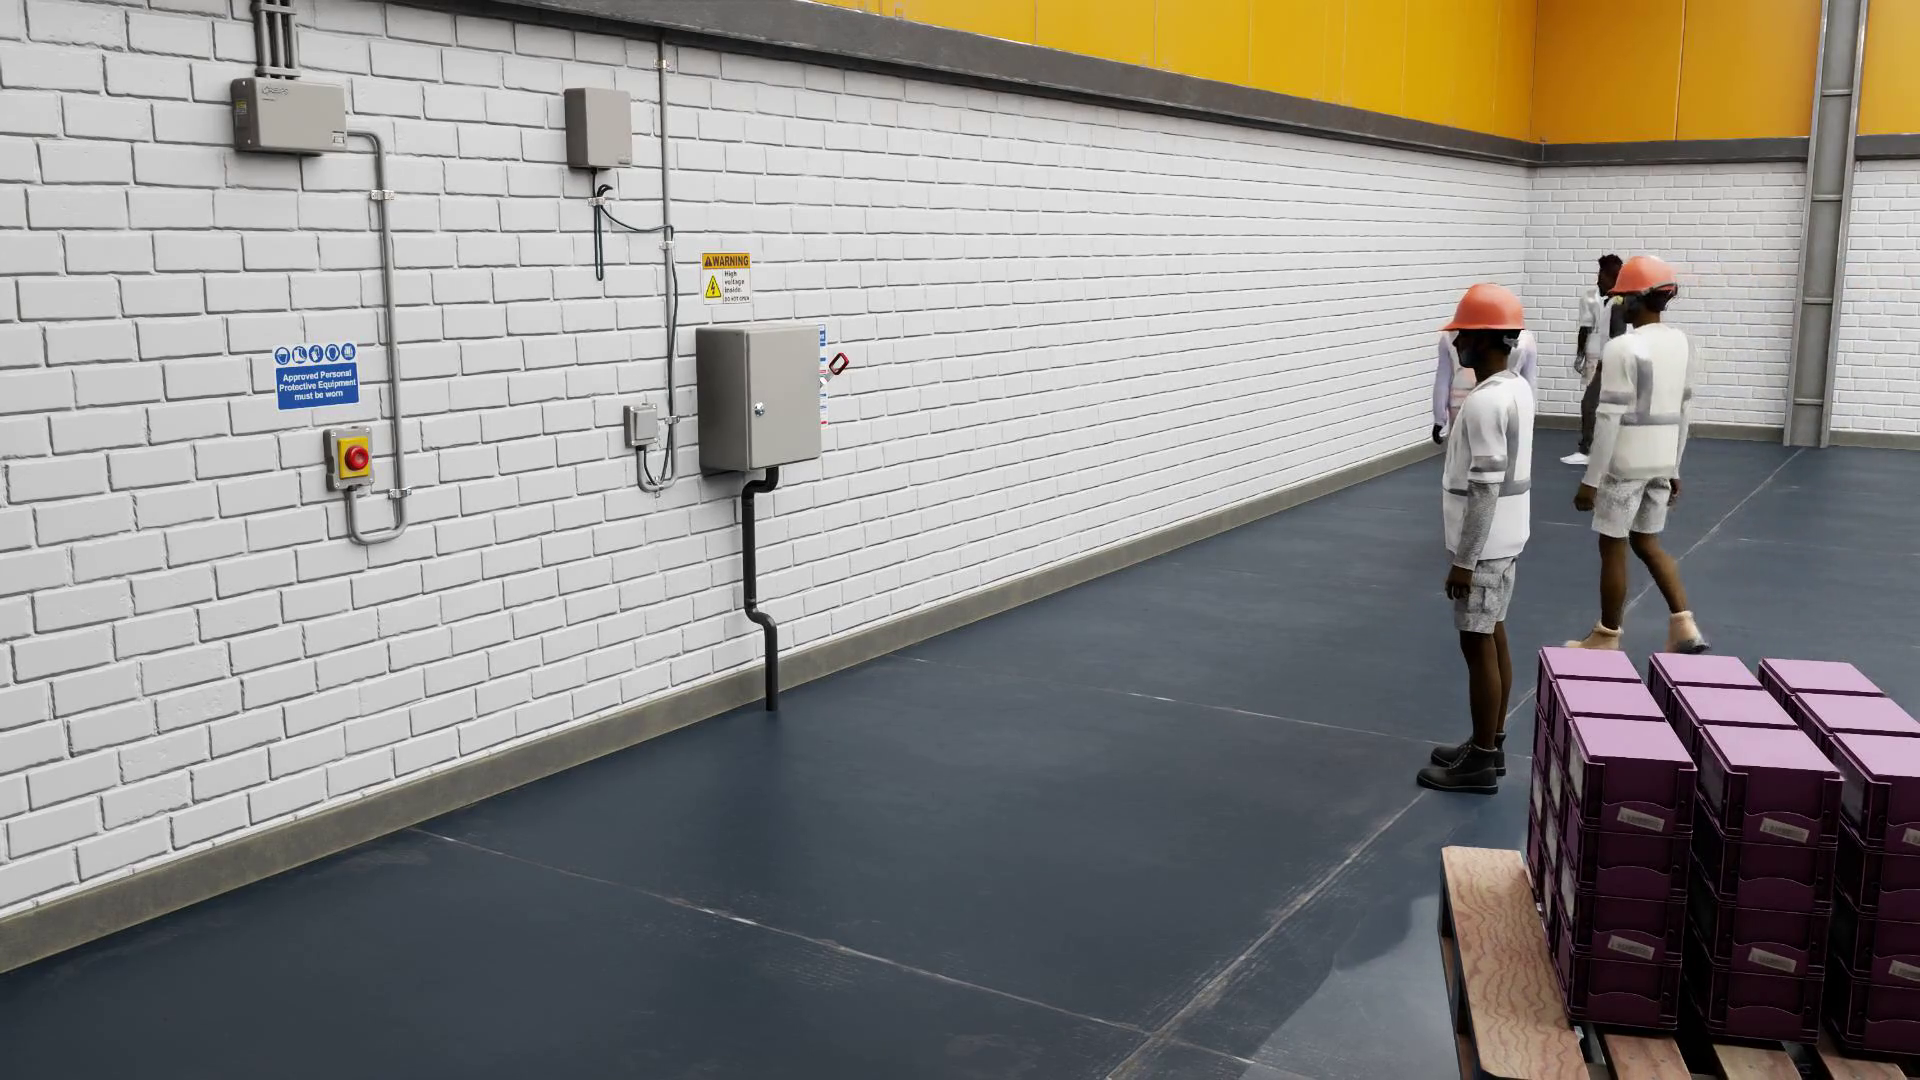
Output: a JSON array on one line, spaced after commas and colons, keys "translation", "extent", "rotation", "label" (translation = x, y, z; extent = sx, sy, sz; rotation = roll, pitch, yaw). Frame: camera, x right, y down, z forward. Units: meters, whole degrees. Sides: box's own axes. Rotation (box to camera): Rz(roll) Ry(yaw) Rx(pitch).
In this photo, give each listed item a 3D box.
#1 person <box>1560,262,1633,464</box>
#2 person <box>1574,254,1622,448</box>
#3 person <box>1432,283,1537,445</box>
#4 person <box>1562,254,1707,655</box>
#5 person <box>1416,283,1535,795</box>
[{"translation": [5.952, -1.629, 15.481], "extent": [0.782, 1.891, 0.634], "rotation": [4, 11, 20], "label": "person"}, {"translation": [6.492, -1.886, 16.730], "extent": [0.612, 1.962, 0.366], "rotation": [0, 10, 0], "label": "person"}, {"translation": [3.551, -0.820, 11.257], "extent": [0.660, 1.803, 0.900], "rotation": [4, 11, 20], "label": "person"}, {"translation": [3.323, -0.369, 8.149], "extent": [0.634, 2.044, 0.542], "rotation": [-6, 12, -32], "label": "person"}, {"translation": [1.974, 0.002, 6.342], "extent": [0.357, 1.938, 0.542], "rotation": [6, 12, 28], "label": "person"}]
